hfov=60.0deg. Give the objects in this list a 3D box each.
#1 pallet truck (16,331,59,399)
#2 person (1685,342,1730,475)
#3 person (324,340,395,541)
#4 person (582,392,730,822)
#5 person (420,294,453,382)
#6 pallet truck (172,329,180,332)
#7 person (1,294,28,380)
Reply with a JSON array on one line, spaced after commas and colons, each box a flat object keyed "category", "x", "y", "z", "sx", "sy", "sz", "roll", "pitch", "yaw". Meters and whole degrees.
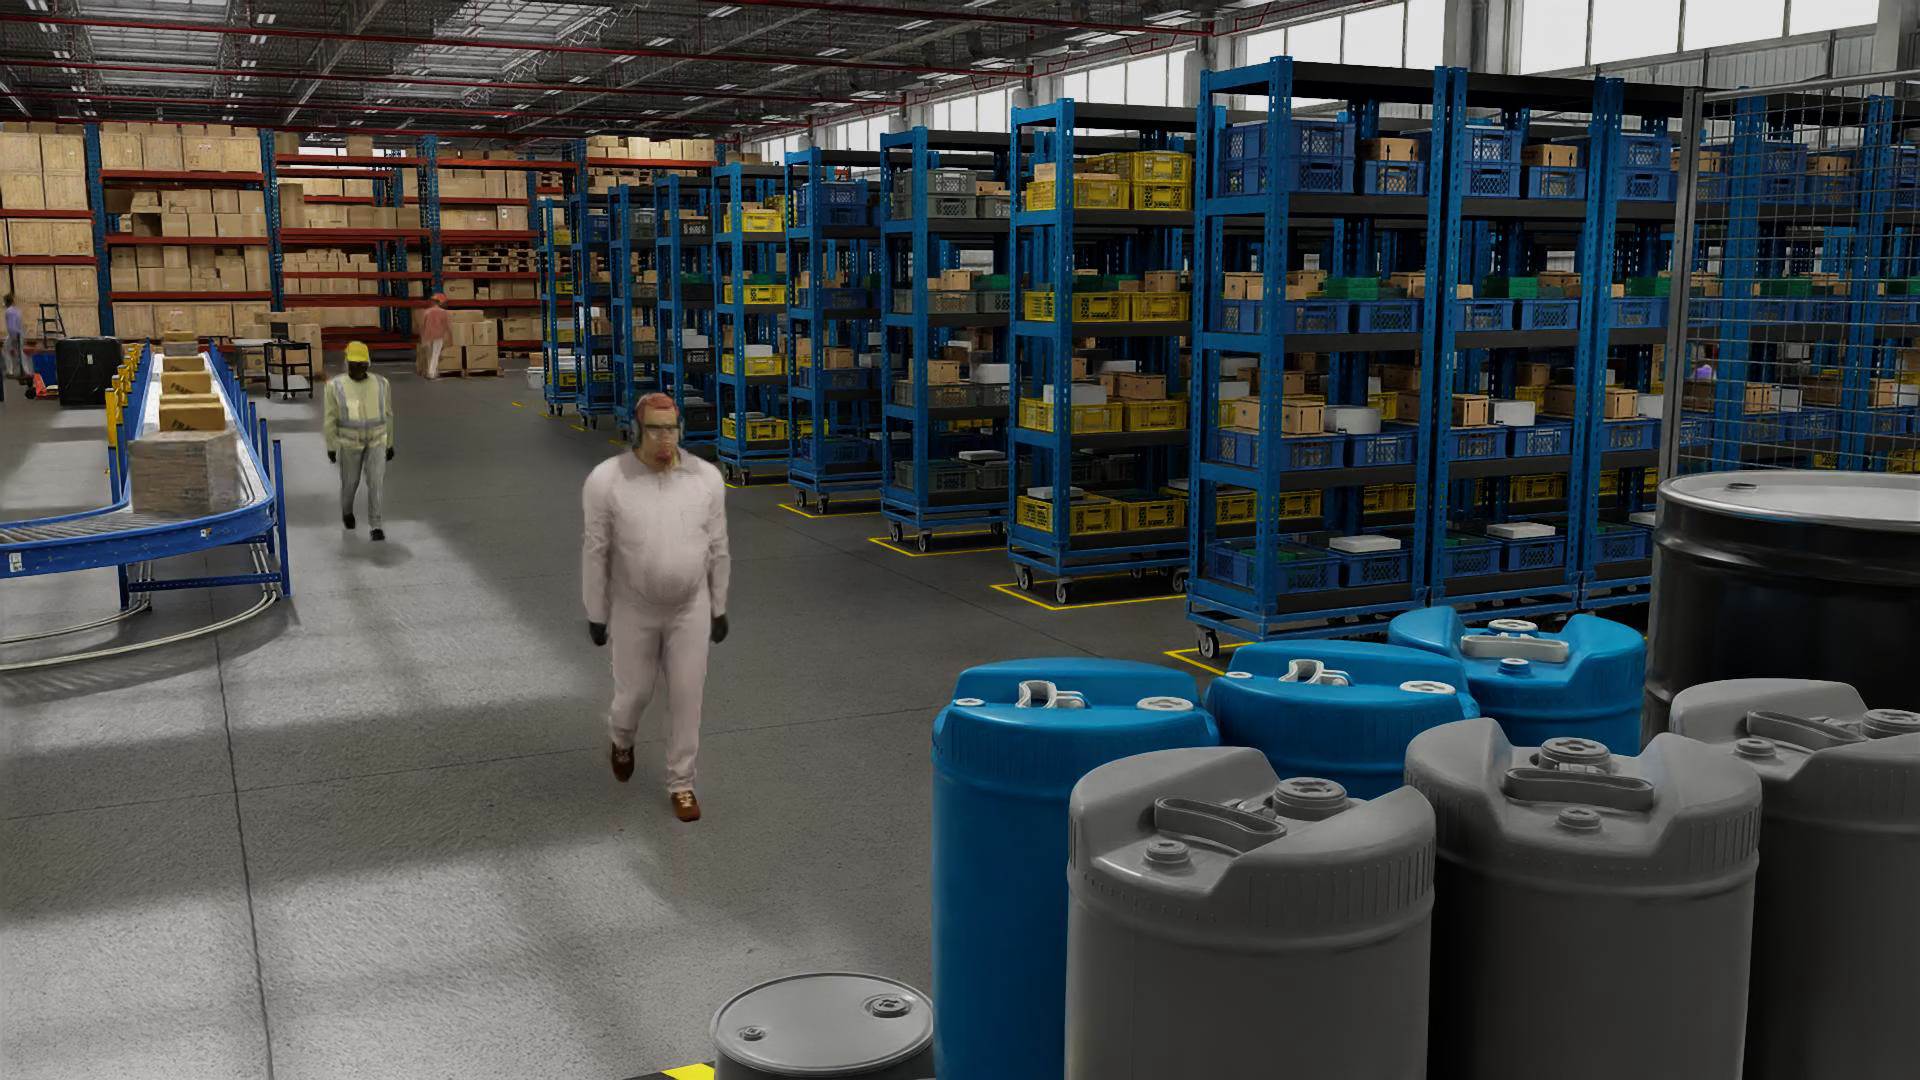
[{"category": "pallet truck", "x": -17.082, "y": -3.353, "z": 31.781, "sx": 1.630, "sy": 1.274, "sz": 0.653, "roll": -4, "pitch": 10, "yaw": -25}, {"category": "person", "x": 6.777, "y": -0.942, "z": 15.197, "sx": 0.404, "sy": 1.832, "sz": 0.580, "roll": 3, "pitch": 10, "yaw": 19}, {"category": "person", "x": -5.428, "y": -0.906, "z": 15.031, "sx": 0.605, "sy": 1.814, "sz": 0.658, "roll": -5, "pitch": 11, "yaw": -30}, {"category": "person", "x": -1.358, "y": 0.276, "z": 7.440, "sx": 0.650, "sy": 1.894, "sz": 0.621, "roll": -4, "pitch": 10, "yaw": -21}, {"category": "person", "x": -11.492, "y": -4.438, "z": 36.559, "sx": 0.638, "sy": 1.927, "sz": 0.839, "roll": 1, "pitch": 9, "yaw": 7}, {"category": "pallet truck", "x": -17.275, "y": -3.851, "z": 35.096, "sx": 1.601, "sy": 1.201, "sz": 0.680, "roll": 0, "pitch": 9, "yaw": 1}, {"category": "person", "x": -21.108, "y": -4.491, "z": 36.917, "sx": 0.723, "sy": 1.914, "sz": 0.665, "roll": -2, "pitch": 9, "yaw": -14}]
